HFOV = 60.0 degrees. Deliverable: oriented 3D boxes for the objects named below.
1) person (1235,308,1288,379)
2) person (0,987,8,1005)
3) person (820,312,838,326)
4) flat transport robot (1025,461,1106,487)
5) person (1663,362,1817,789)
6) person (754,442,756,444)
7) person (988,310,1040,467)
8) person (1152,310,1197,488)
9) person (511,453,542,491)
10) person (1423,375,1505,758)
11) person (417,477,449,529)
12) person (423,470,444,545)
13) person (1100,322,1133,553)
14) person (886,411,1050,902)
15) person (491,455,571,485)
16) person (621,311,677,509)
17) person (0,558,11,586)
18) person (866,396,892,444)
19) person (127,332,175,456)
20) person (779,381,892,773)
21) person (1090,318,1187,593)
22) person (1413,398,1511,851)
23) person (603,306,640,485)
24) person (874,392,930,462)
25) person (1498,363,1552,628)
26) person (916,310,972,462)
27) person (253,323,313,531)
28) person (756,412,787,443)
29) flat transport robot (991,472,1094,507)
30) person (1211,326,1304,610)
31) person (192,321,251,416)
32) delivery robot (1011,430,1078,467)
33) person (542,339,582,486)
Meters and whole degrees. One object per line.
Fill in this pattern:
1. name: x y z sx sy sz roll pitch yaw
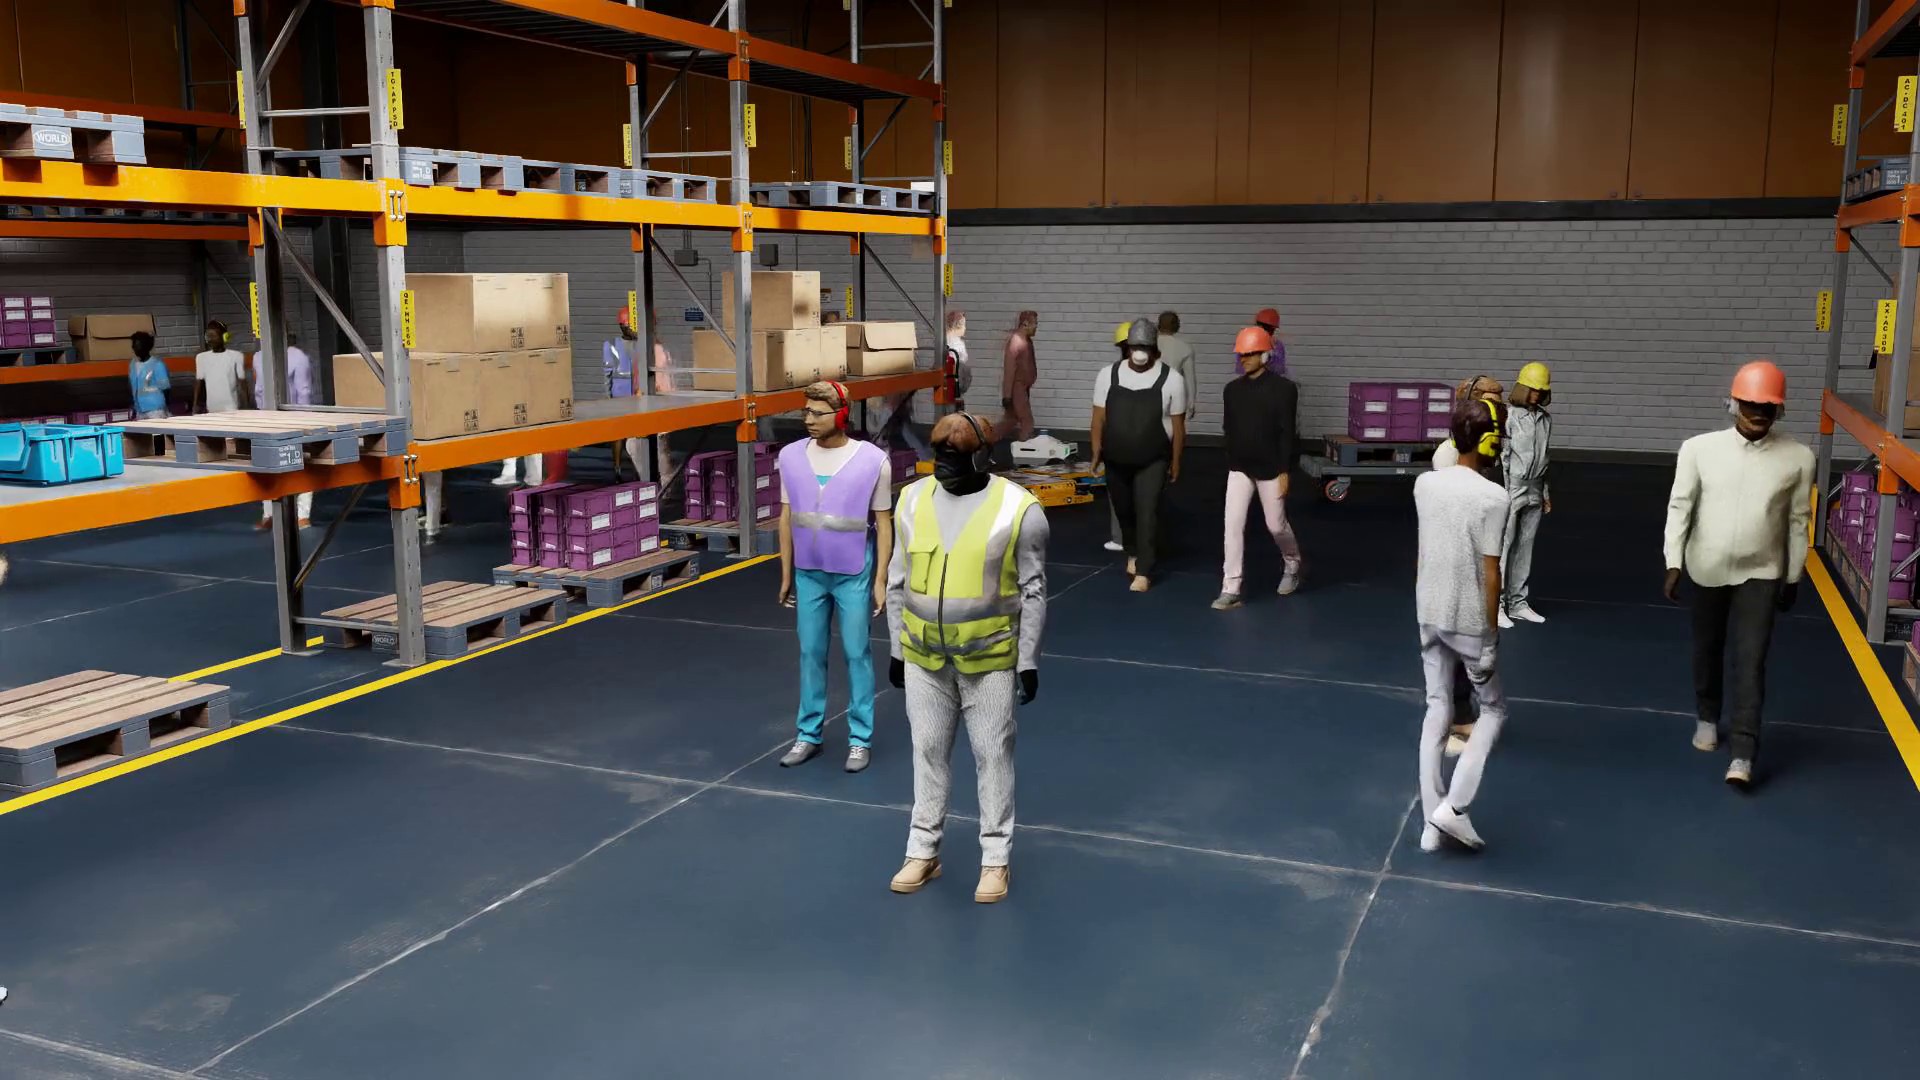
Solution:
1. person: 3.302 -1.568 18.126 0.577 1.908 0.436 7 12 36
2. person: -3.394 0.600 5.086 0.660 1.881 0.775 7 11 35
3. person: -1.526 -1.703 19.179 0.440 1.842 0.626 3 10 16
4. flat transport robot: 1.258 -0.679 17.706 1.431 0.197 0.652 -8 12 -40
5. person: 3.628 0.135 7.785 0.616 1.939 1.079 4 10 24
6. person: -2.575 -2.020 20.889 0.401 1.906 0.649 -2 10 -12
7. person: 0.594 -1.762 19.495 0.854 1.865 0.659 1 9 9
8. person: 2.124 -1.437 17.354 0.667 1.912 0.722 4 10 24
9. person: -4.516 -1.386 17.259 0.403 1.837 0.588 -3 10 -19
10. person: 2.469 0.122 8.095 0.329 1.844 0.516 9 13 43
11. person: -4.875 -1.041 14.882 0.567 1.934 0.605 -7 12 -38
12. person: -4.524 -0.817 13.795 0.585 1.852 0.919 -1 9 -4
13. person: 1.425 -0.844 13.781 0.611 1.900 0.473 -3 10 -19
14. person: 0.007 0.435 6.225 0.620 1.840 0.430 4 10 20
15. person: -4.711 -1.542 18.152 0.567 1.859 0.857 9 13 42
16. person: -3.045 -1.274 16.178 0.571 1.969 0.654 -6 11 -31
17. person: -7.092 -0.402 11.817 0.530 1.667 0.810 2 10 15
18. person: -0.971 -1.533 18.784 0.557 1.609 0.523 -6 11 -34
19. person: -8.728 -1.407 17.983 0.619 1.680 0.471 4 10 24
20. person: -0.582 0.167 7.830 0.564 1.841 0.391 3 10 19
21. person: 1.341 -0.690 12.420 0.689 2.000 0.951 4 10 21
22. person: 2.030 0.351 6.725 0.435 1.846 0.489 -7 12 -36
23. person: -3.570 -1.554 18.006 0.550 1.936 0.405 -4 10 -21
24. person: -0.693 -1.476 18.154 0.917 1.719 0.533 3 10 15
25. person: 3.716 -0.295 10.952 0.483 1.737 0.311 -5 11 -30
26. person: -0.143 -1.567 18.234 0.567 1.887 0.779 -1 9 -7
27. person: -6.051 -1.010 14.726 0.661 1.917 0.701 3 10 19
28. person: -2.211 -1.566 18.182 0.619 1.890 0.762 8 12 40
29. flat transport robot: 0.637 -0.528 16.788 0.652 0.197 1.431 -7 12 -36
30. person: 2.121 -0.518 11.622 0.607 1.967 0.922 8 12 39
31. person: -7.544 -1.328 16.983 0.543 1.822 0.997 0 9 3
32. delivery robot: 0.928 -0.978 18.378 0.707 0.478 0.477 5 10 26
33. person: -3.577 -0.926 14.785 0.403 1.742 0.535 -8 12 -39
